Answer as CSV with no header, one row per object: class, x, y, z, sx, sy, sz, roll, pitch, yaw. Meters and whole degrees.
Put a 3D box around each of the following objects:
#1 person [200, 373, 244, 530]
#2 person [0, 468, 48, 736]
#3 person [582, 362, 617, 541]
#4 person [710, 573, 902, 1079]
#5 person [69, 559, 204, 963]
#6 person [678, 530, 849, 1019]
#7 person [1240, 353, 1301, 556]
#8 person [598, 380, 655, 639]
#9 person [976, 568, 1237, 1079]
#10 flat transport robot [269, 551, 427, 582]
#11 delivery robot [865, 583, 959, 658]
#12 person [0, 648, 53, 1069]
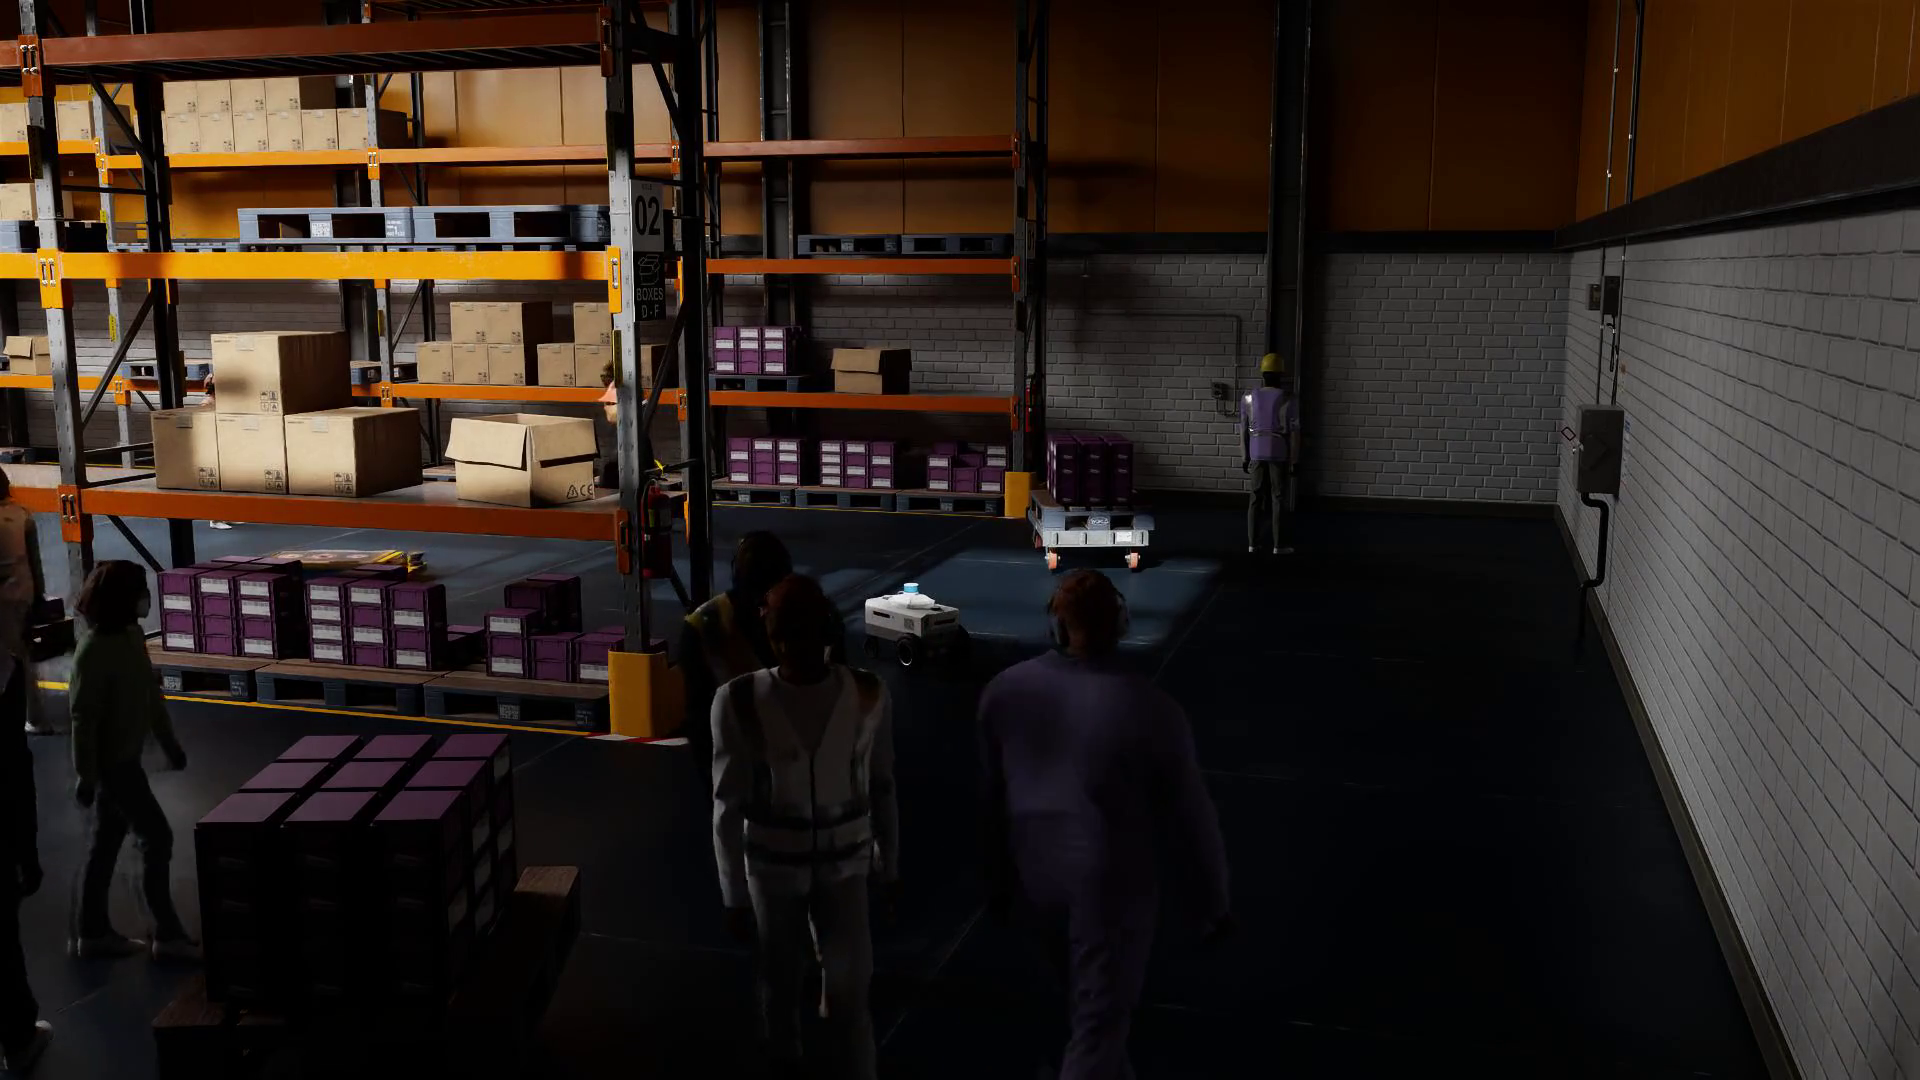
person,-7.782,-0.934,17.476,0.308,1.641,0.517,0,9,1
person,-5.720,0.351,9.781,0.825,1.598,0.516,2,10,15
person,-3.418,-0.909,16.874,0.508,1.808,0.916,8,12,40
person,-0.467,0.996,5.121,0.596,1.850,0.943,-2,10,-14
person,-3.216,0.870,6.555,0.681,1.607,0.507,-2,9,-11
person,-0.682,0.860,6.075,0.657,1.810,0.658,-2,9,-11
person,2.956,-0.811,15.842,0.590,1.930,0.358,5,11,28
person,-2.275,-0.120,11.428,0.376,1.997,0.612,-1,9,-9
person,0.381,1.033,4.826,0.759,1.865,0.809,7,12,37
flat transport robot,-5.472,0.235,14.515,1.431,0.197,0.652,0,9,2
delivery robot,-0.338,0.541,11.501,0.477,0.478,0.707,-8,12,-41
person,-3.285,0.938,5.356,0.609,1.881,0.909,-2,10,-13
